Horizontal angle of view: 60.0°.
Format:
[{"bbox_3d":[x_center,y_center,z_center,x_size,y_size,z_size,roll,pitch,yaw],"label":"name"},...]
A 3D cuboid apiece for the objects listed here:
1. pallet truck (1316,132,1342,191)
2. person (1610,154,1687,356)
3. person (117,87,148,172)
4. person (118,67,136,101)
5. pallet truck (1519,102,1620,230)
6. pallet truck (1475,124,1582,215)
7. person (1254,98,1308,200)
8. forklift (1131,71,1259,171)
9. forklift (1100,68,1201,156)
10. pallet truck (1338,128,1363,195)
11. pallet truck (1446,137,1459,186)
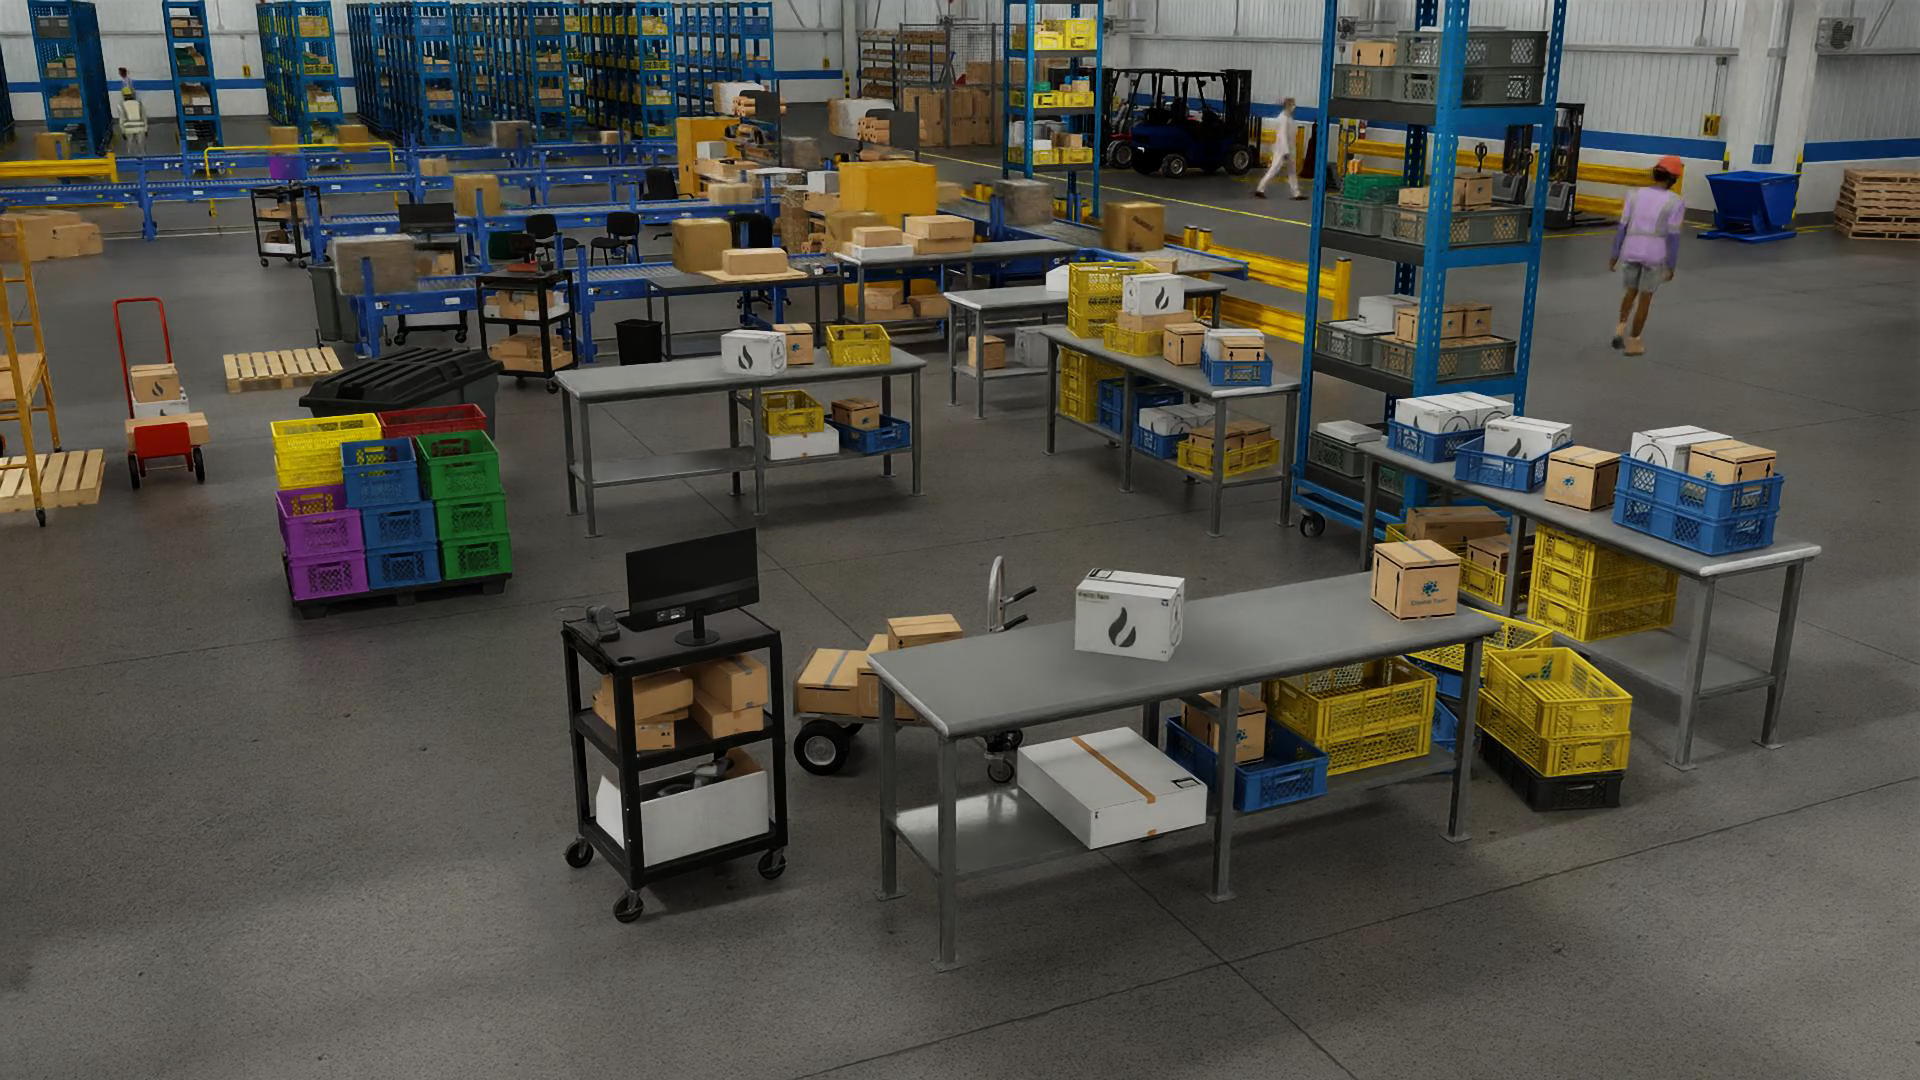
[{"bbox_3d":[7.723,-7.504,32.656,1.601,1.201,0.680,-8,19,-23],"label":"pallet truck"},{"bbox_3d":[6.930,-2.864,16.765,0.544,2.007,0.641,-17,24,-42],"label":"person"},{"bbox_3d":[-18.026,-8.931,36.238,0.614,1.794,0.874,-14,23,-38],"label":"person"},{"bbox_3d":[-24.299,-12.902,48.685,0.576,1.825,0.582,-12,21,-33],"label":"person"},{"bbox_3d":[9.972,-6.037,26.785,1.885,1.965,0.823,-9,20,-25],"label":"pallet truck"},{"bbox_3d":[9.707,-6.455,28.103,1.885,1.965,0.823,-7,19,-20],"label":"pallet truck"},{"bbox_3d":[5.958,-7.239,30.803,0.981,1.862,0.658,7,19,22],"label":"person"},{"bbox_3d":[4.998,-8.936,35.413,2.680,1.987,1.157,-9,20,-25],"label":"forklift"},{"bbox_3d":[4.082,-9.564,37.410,2.680,1.987,1.157,-8,19,-23],"label":"forklift"},{"bbox_3d":[7.845,-7.140,31.411,1.522,1.261,0.704,-9,20,-25],"label":"pallet truck"},{"bbox_3d":[9.184,-6.485,29.328,1.630,1.274,0.653,-8,19,-23],"label":"pallet truck"}]
